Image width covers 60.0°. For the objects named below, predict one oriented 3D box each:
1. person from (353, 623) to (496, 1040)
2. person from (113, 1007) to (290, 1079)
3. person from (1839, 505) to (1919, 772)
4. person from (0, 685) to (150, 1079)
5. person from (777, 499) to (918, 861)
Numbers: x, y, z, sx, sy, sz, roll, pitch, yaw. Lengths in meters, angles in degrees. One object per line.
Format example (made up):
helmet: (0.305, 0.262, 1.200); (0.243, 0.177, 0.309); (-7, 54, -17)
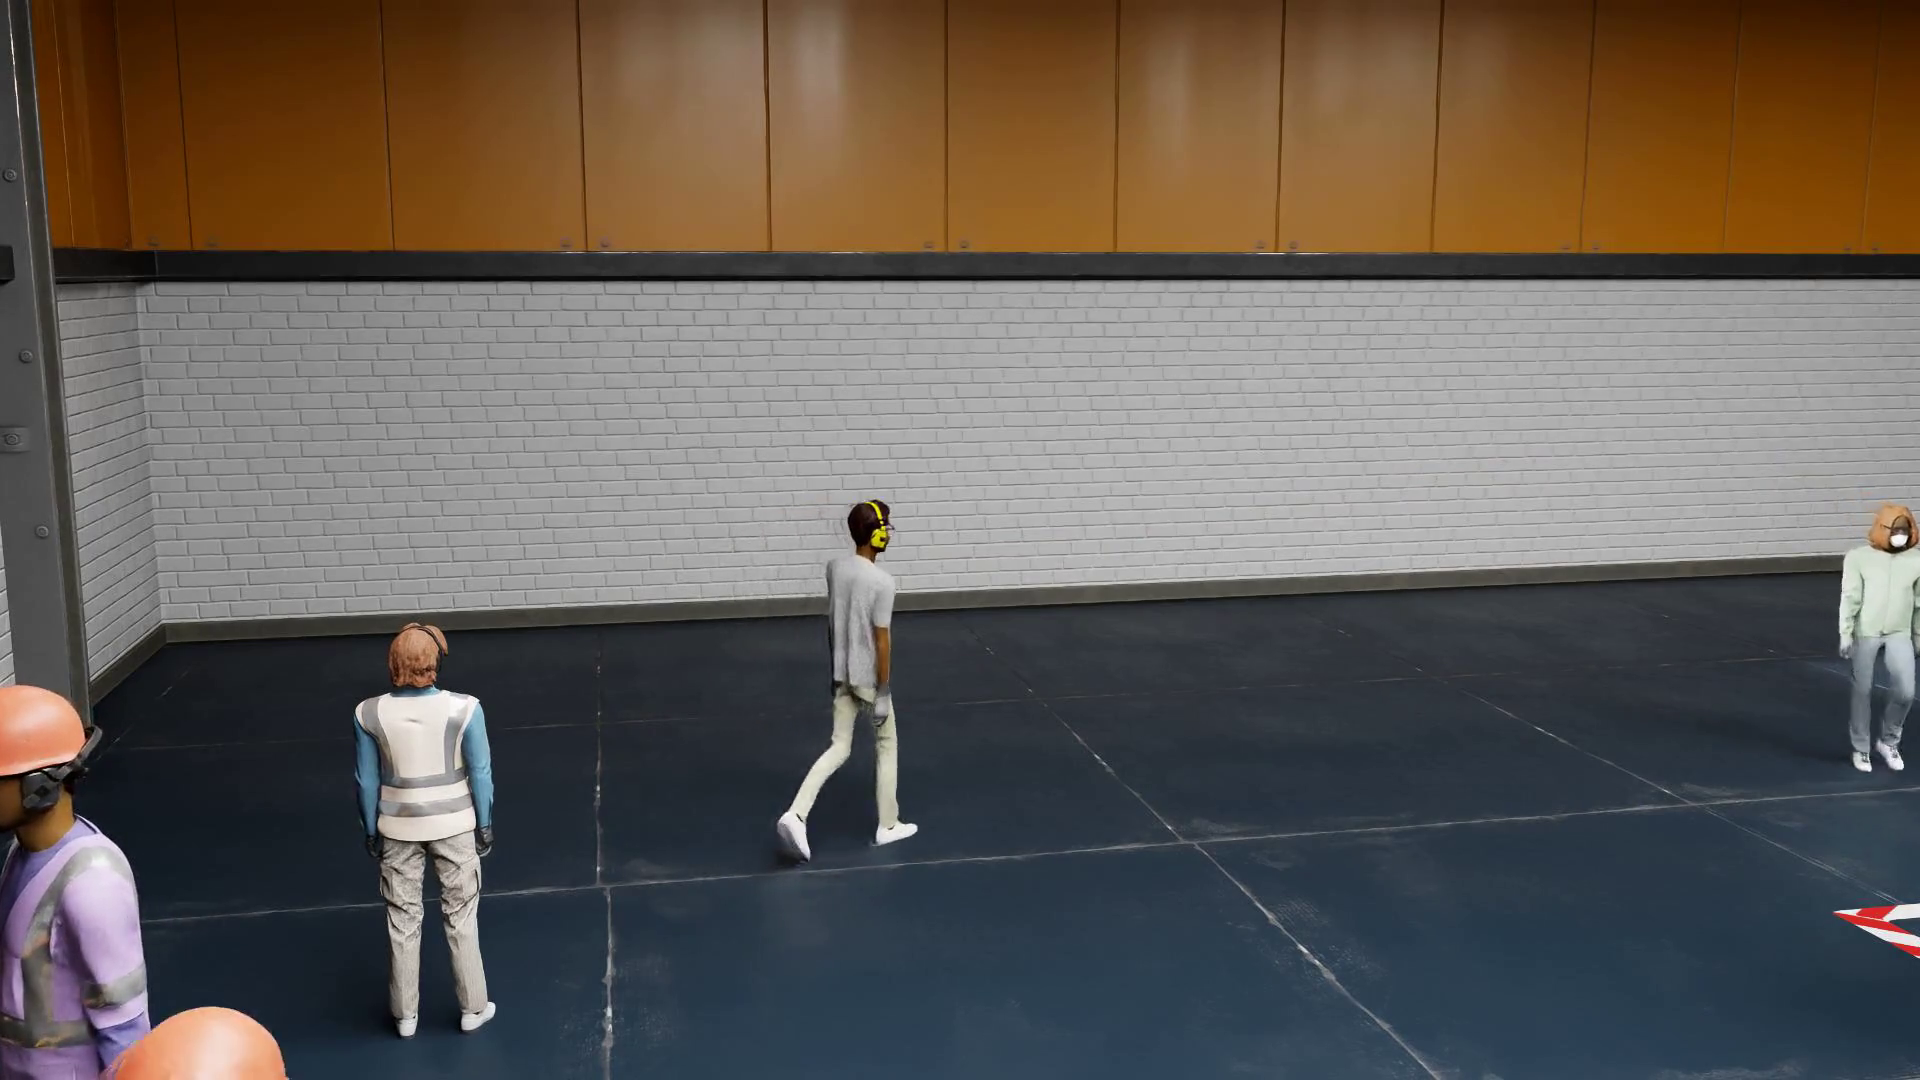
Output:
person: (-2.070, 1.136, 6.470); (0.511, 1.641, 0.308); (-1, 9, -8)
person: (-1.108, 1.652, 2.399); (0.625, 1.956, 1.007); (0, 9, 0)
person: (5.471, 0.592, 9.872); (0.506, 1.619, 0.376); (2, 10, 13)
person: (-2.151, 1.343, 3.987); (0.391, 2.040, 0.615); (-8, 13, -42)
person: (-0.564, 0.712, 8.449); (0.530, 1.843, 0.840); (8, 12, 39)
